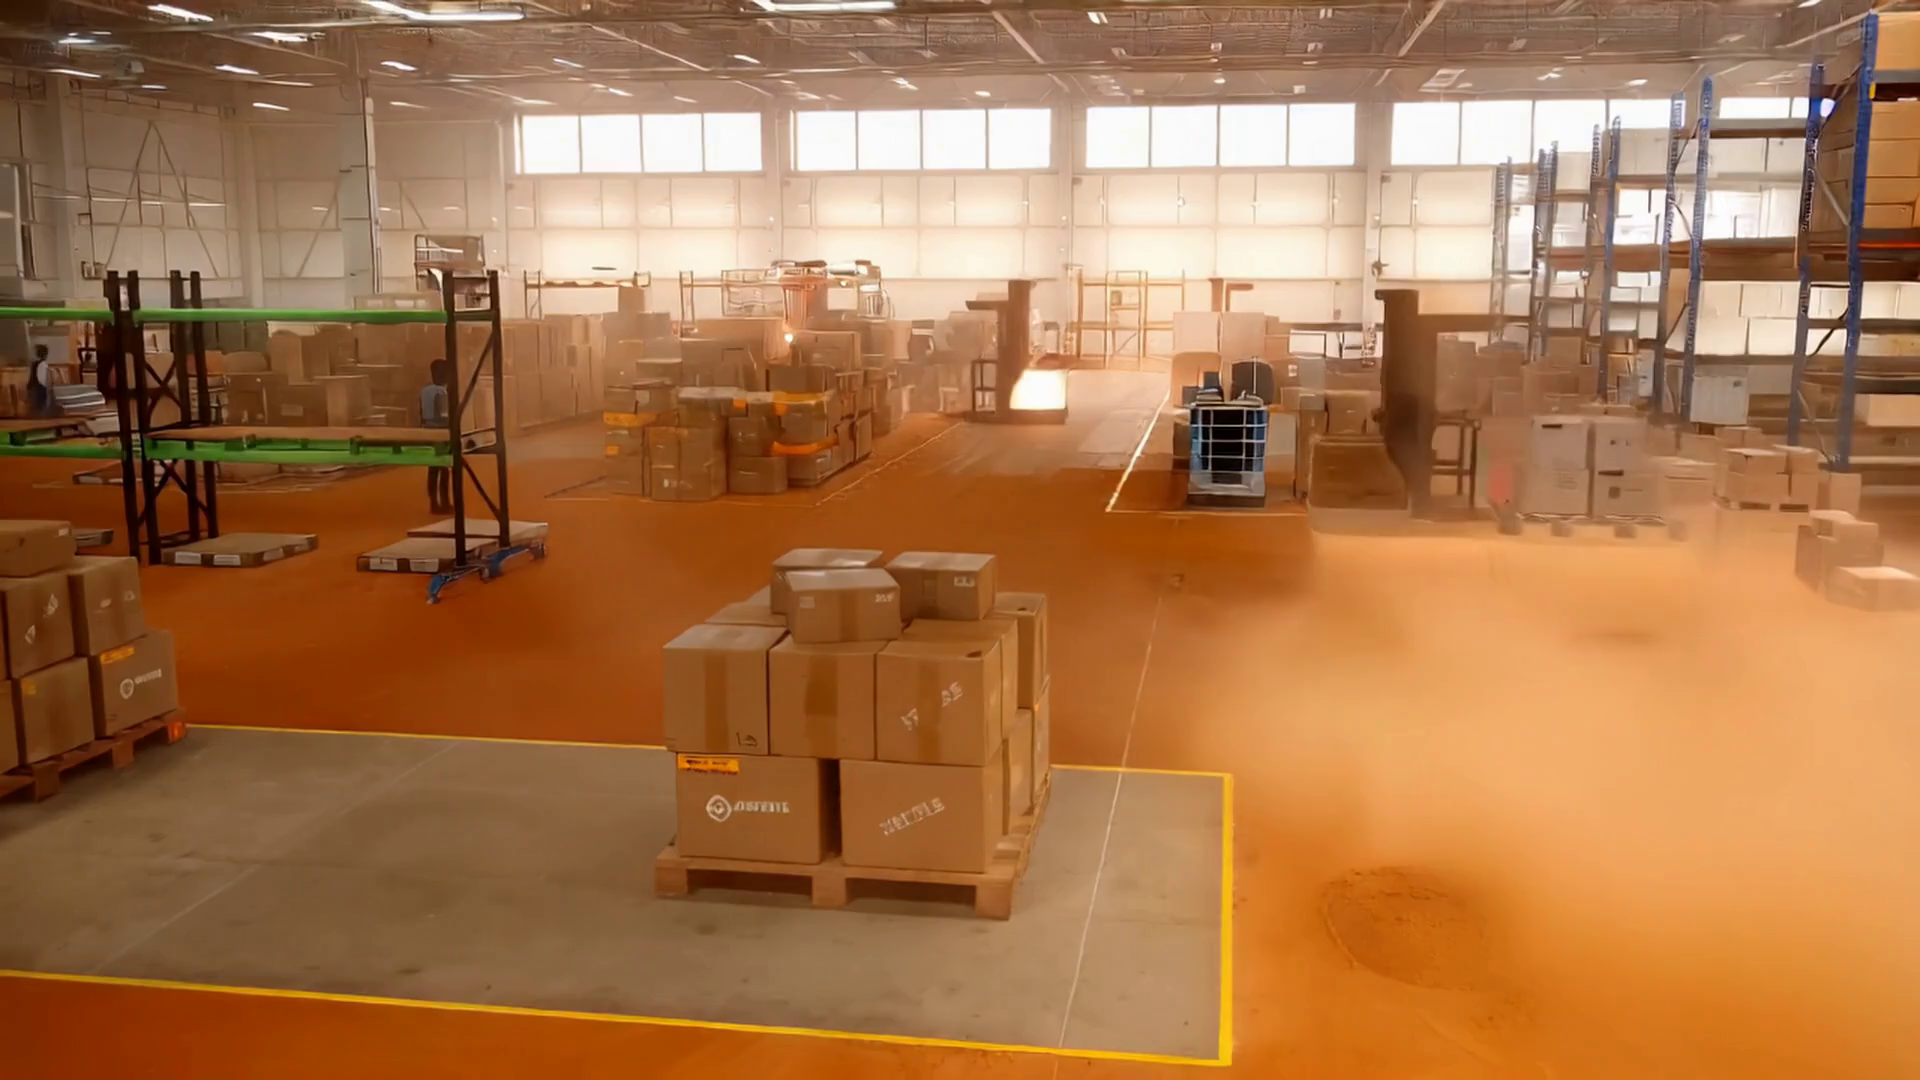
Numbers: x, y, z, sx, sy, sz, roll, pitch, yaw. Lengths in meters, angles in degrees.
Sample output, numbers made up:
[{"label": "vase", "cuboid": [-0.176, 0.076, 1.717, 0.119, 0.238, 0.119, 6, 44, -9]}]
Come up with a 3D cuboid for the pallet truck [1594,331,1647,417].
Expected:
[{"label": "pallet truck", "cuboid": [11.253, -2.573, 28.499, 0.823, 1.965, 1.885, 5, 10, 27]}]

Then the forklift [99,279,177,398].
[{"label": "forklift", "cuboid": [-19.606, -4.720, 39.027, 1.873, 2.768, 1.129, 1, 9, 9]}]

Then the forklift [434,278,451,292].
[{"label": "forklift", "cuboid": [-13.692, -5.581, 44.334, 1.873, 2.768, 1.129, -3, 10, -19]}]

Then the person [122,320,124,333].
[{"label": "person", "cuboid": [-25.886, -6.098, 51.378, 0.314, 1.629, 0.509, 0, 9, -2]}]

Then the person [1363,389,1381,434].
[{"label": "person", "cuboid": [5.369, -1.277, 21.037, 0.527, 1.819, 0.931, 4, 10, 24]}]

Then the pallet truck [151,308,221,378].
[{"label": "pallet truck", "cuboid": [-21.869, -5.598, 47.154, 0.823, 1.965, 1.885, 4, 10, 26]}]

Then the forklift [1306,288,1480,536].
[{"label": "forklift", "cuboid": [5.025, -1.512, 19.238, 1.873, 2.768, 1.129, 1, 9, 9]}]

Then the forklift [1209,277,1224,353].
[{"label": "forklift", "cuboid": [7.469, -6.243, 48.419, 1.873, 2.768, 1.129, 1, 9, 9]}]

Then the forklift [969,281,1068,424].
[{"label": "forklift", "cuboid": [1.194, -3.753, 33.059, 1.873, 2.768, 1.129, 1, 9, 9]}]

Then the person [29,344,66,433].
[{"label": "person", "cuboid": [-15.537, -2.423, 28.209, 0.526, 1.798, 0.960, 5, 10, 27]}]

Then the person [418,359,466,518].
[{"label": "person", "cuboid": [-6.379, -1.245, 20.424, 0.603, 1.959, 0.380, 8, 12, 42]}]

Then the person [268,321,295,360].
[{"label": "person", "cuboid": [-17.022, -4.642, 41.760, 0.588, 1.838, 0.949, 1, 9, 7]}]
